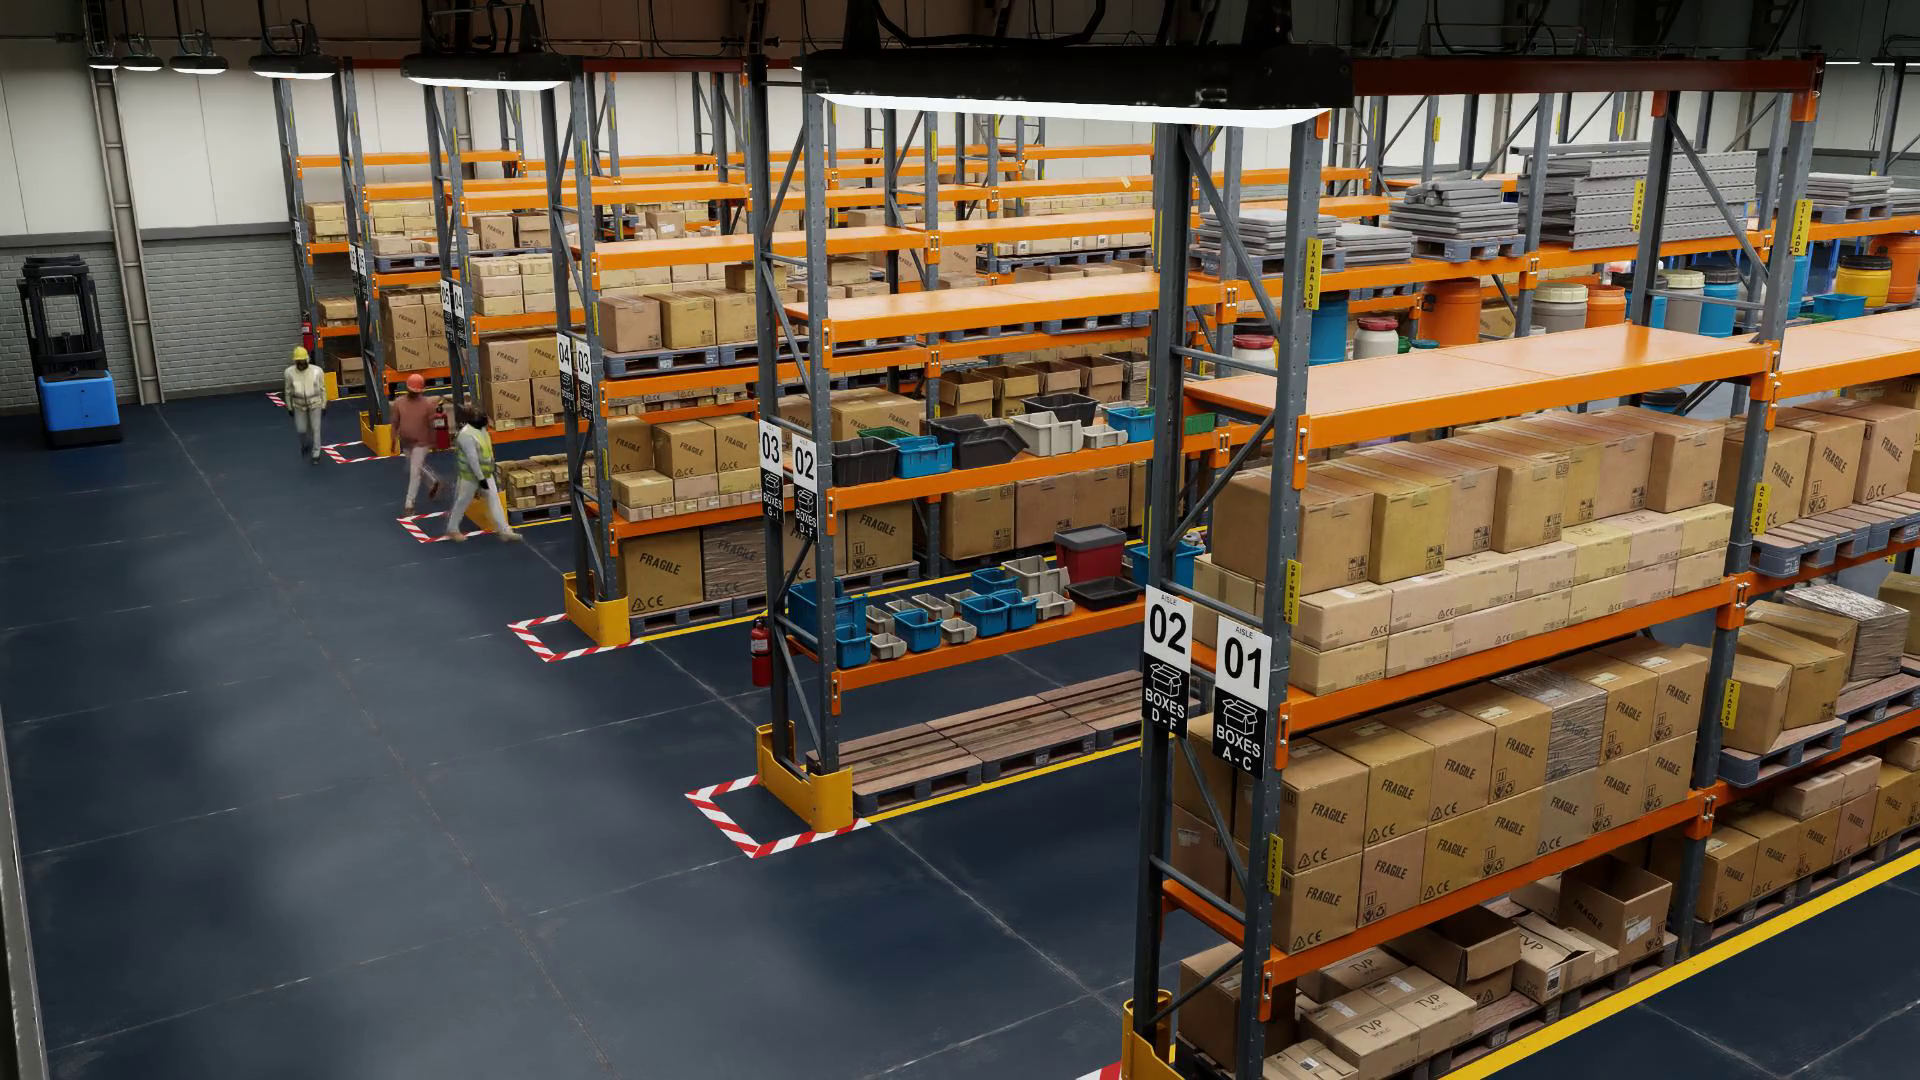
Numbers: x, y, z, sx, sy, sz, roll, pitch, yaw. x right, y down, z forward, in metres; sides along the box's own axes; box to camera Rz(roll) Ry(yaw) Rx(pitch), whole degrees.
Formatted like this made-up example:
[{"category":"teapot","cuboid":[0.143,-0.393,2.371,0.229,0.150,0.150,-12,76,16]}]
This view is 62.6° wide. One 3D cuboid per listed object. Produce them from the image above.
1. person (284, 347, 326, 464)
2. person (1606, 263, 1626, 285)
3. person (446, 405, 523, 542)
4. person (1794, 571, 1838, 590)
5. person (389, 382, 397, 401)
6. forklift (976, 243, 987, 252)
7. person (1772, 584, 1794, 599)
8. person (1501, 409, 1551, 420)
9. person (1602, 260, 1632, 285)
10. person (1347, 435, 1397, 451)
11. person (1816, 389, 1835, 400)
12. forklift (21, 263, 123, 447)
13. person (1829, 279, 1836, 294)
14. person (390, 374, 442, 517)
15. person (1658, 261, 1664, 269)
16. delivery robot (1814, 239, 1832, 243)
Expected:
[{"category":"person","cuboid":[-9.986,-2.068,24.131,0.588,1.812,0.464,-6,18,-18]},{"category":"person","cuboid":[13.609,-4.815,32.957,0.393,1.923,0.546,6,18,18]},{"category":"person","cuboid":[-6.181,-0.834,20.140,1.001,1.794,0.631,3,17,10]},{"category":"person","cuboid":[8.879,0.374,16.413,0.280,1.636,0.500,-11,20,-31]},{"category":"person","cuboid":[-10.144,-3.333,28.085,0.427,1.918,0.562,-10,19,-29]},{"category":"forklift","cuboid":[0.988,-5.474,34.718,1.214,2.155,2.313,-10,20,-31]},{"category":"person","cuboid":[9.655,-0.226,18.128,1.003,1.801,0.524,-12,21,-35]},{"category":"person","cuboid":[7.417,-1.145,20.784,0.697,2.000,0.680,15,22,40]},{"category":"person","cuboid":[15.431,-6.047,37.146,0.639,1.827,0.504,4,17,13]},{"category":"person","cuboid":[5.554,-1.291,21.300,0.712,1.989,0.432,0,17,0]},{"category":"person","cuboid":[14.840,-2.923,26.765,0.362,1.931,0.668,-8,19,-26]},{"category":"forklift","cuboid":[-14.518,-3.079,25.708,1.129,2.768,1.873,-10,20,-31]},{"category":"person","cuboid":[18.593,-4.882,33.255,1.011,1.873,0.611,-5,18,-15]},{"category":"person","cuboid":[-7.417,-1.359,21.623,0.673,1.940,0.915,3,17,10]},{"category":"person","cuboid":[15.847,-5.787,36.198,0.356,1.883,0.574,-11,20,-31]},{"category":"delivery robot","cuboid":[28.589,-10.070,52.396,0.477,0.478,0.707,-11,20,-31]}]
